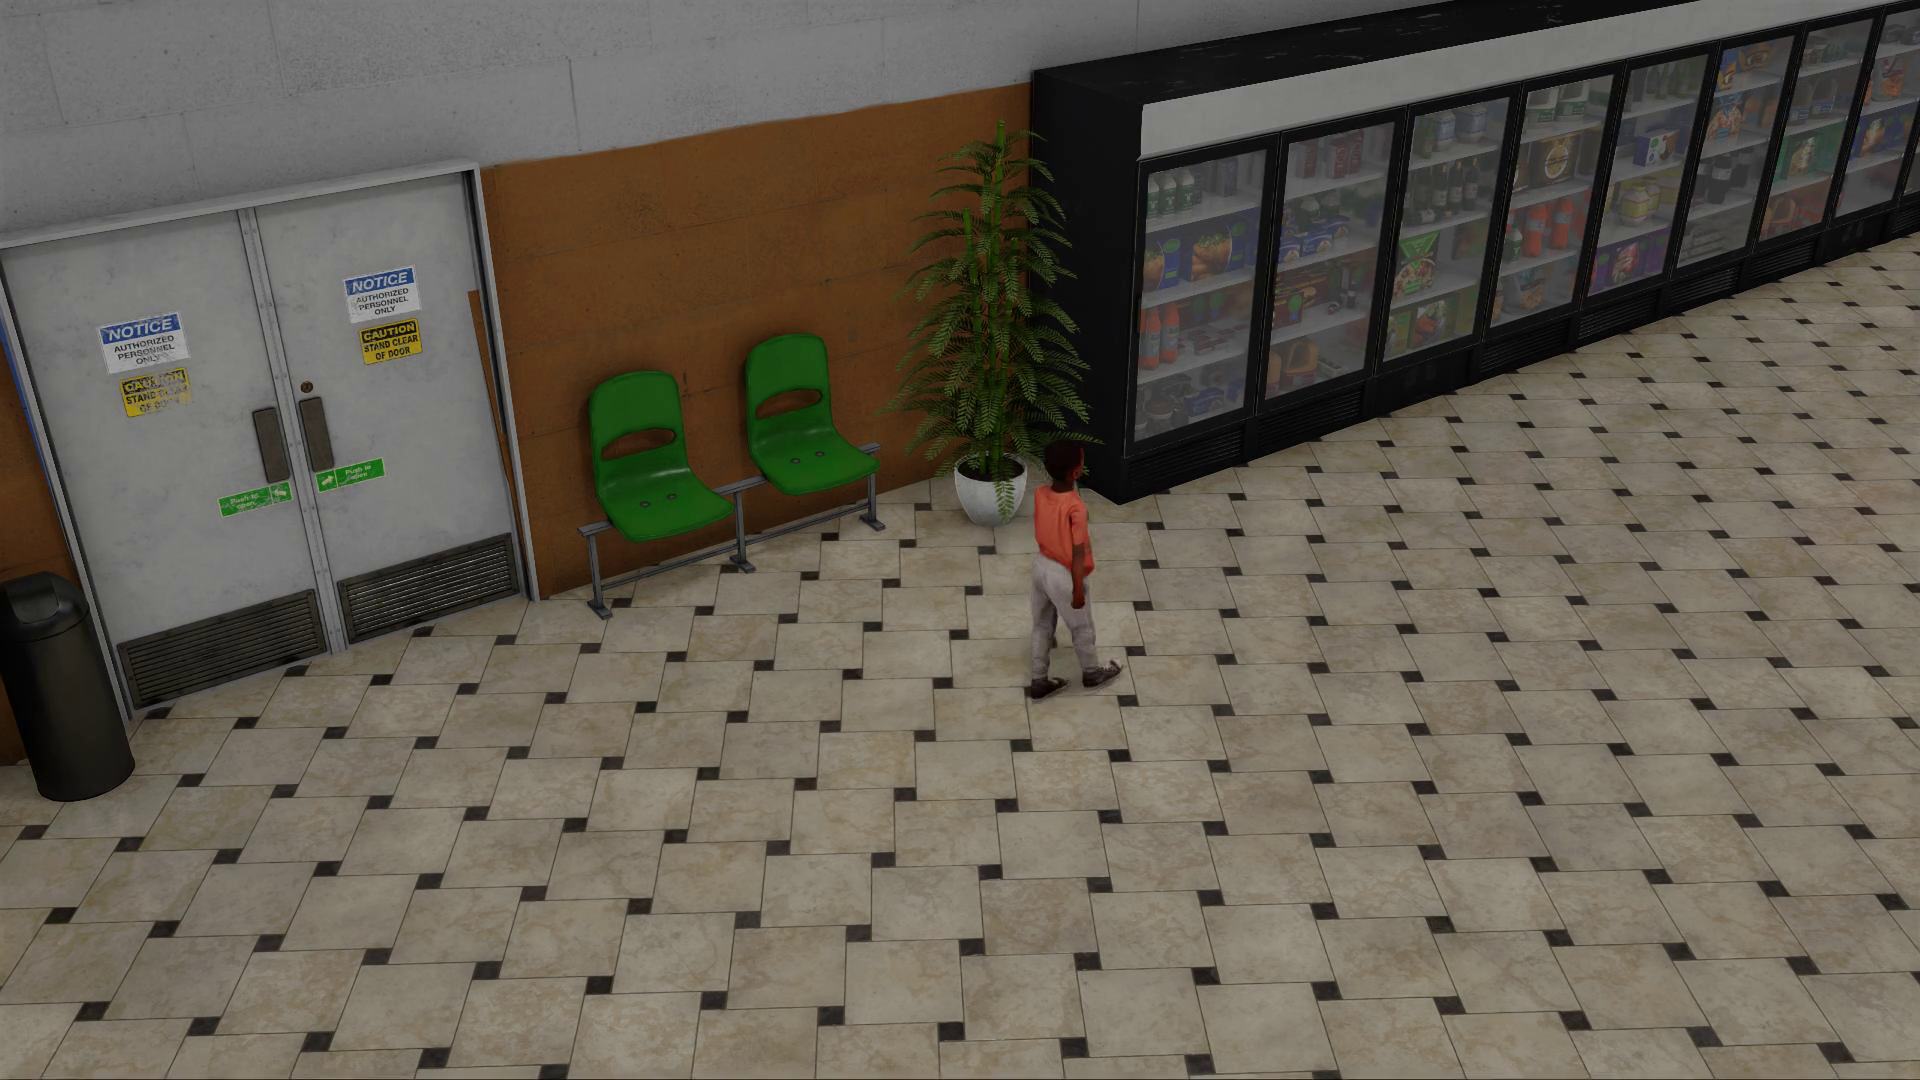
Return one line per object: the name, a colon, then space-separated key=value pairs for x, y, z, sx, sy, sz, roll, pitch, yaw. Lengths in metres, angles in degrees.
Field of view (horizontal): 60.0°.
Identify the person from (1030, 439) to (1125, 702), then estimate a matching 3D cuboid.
person: x=0.411 y=0.170 z=7.518 sx=0.602 sy=1.298 sz=0.653 roll=-21 pitch=35 yaw=-33
